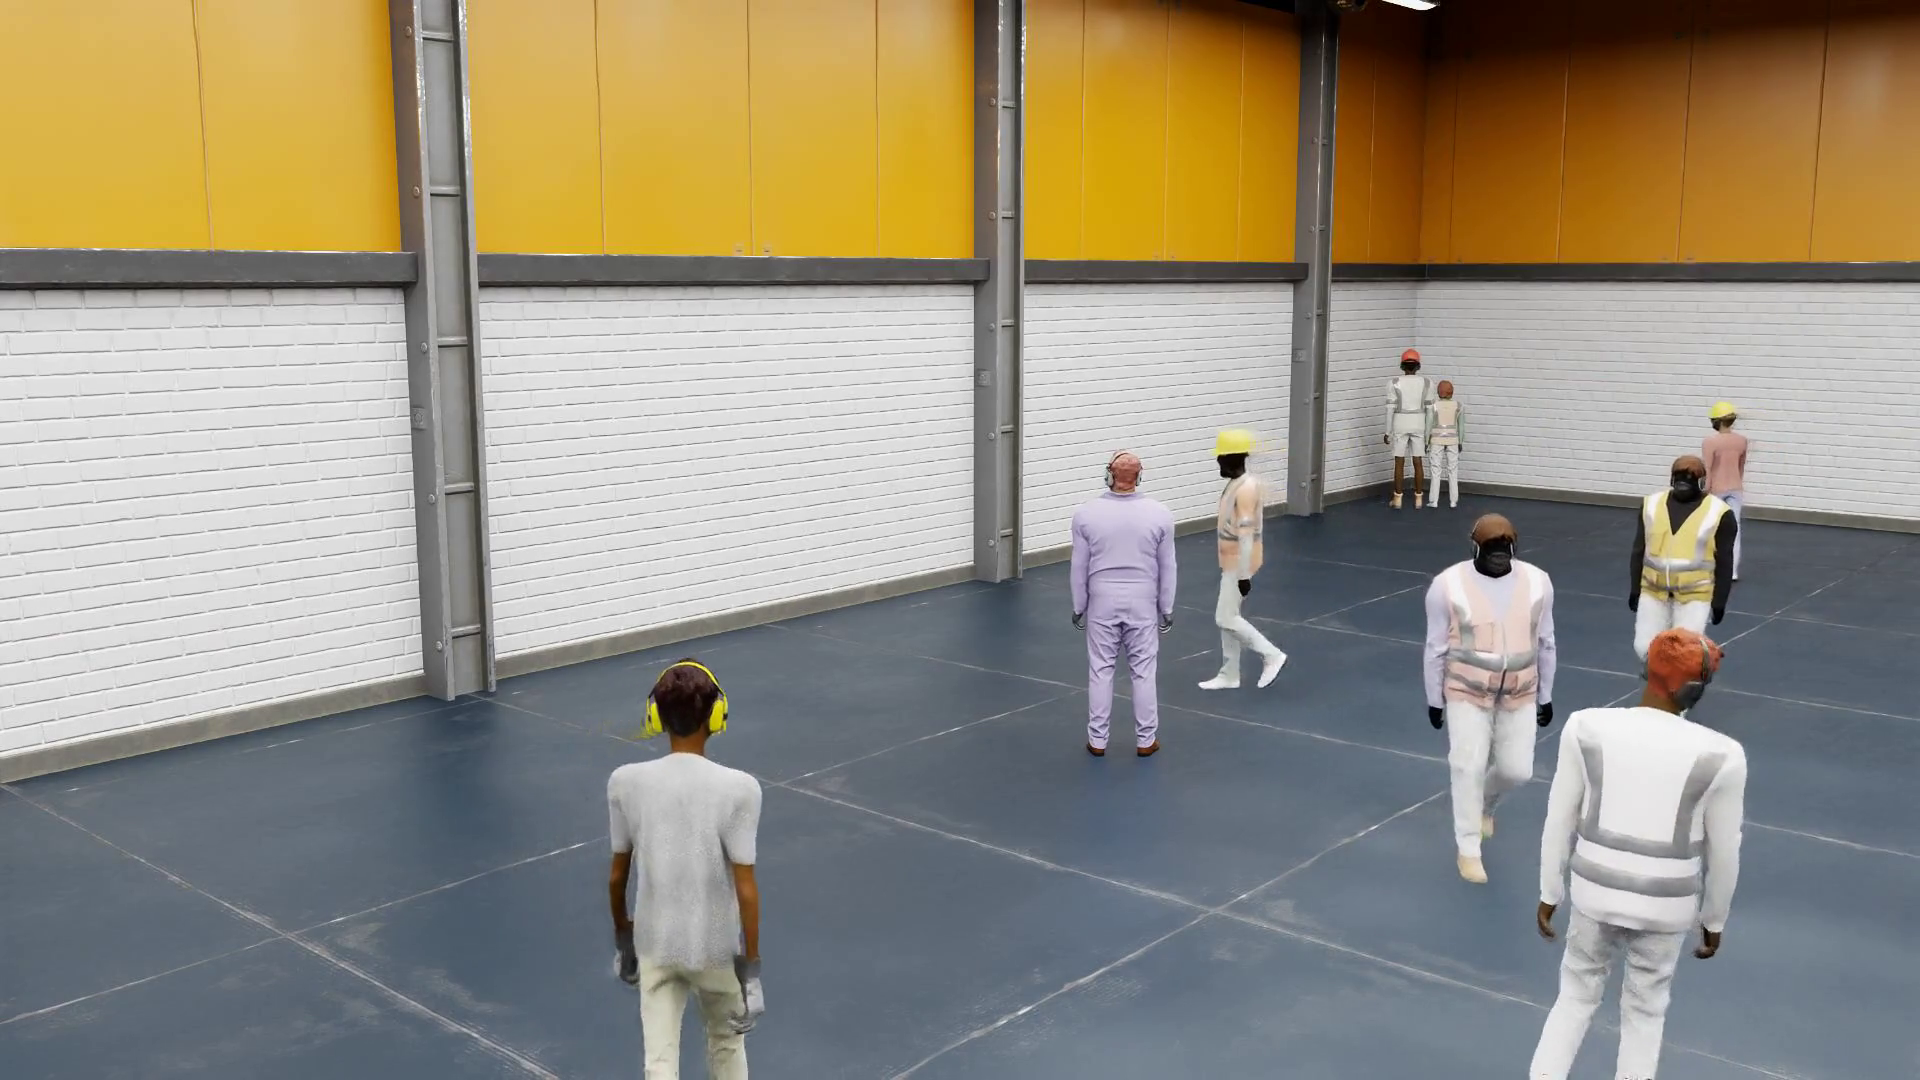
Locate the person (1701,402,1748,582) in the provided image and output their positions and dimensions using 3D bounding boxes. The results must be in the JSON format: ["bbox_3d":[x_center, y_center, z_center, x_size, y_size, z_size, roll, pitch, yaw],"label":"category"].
[{"bbox_3d":[7.442,-0.488,16.372,0.545,1.729,0.841,-2,9,-10],"label":"person"}]

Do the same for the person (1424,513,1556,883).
[{"bbox_3d":[2.616,0.754,8.304,0.641,1.824,0.574,0,9,0],"label":"person"}]

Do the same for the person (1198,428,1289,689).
[{"bbox_3d":[2.013,0.151,11.836,0.518,1.911,0.587,0,9,3],"label":"person"}]

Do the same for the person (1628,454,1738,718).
[{"bbox_3d":[4.695,0.345,10.845,0.644,1.832,0.506,8,12,42],"label":"person"}]

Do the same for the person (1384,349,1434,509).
[{"bbox_3d":[5.723,-1.416,21.249,0.612,2.039,0.392,0,9,3],"label":"person"}]

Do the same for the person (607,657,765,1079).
[{"bbox_3d":[-0.843,1.266,5.158,0.529,1.805,0.997,1,9,4],"label":"person"}]

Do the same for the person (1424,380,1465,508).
[{"bbox_3d":[6.174,-1.215,21.236,0.515,1.642,0.314,1,9,4],"label":"person"}]

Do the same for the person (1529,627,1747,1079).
[{"bbox_3d":[2.207,1.194,5.456,0.609,1.859,0.379,5,10,30],"label":"person"}]

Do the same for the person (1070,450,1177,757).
[{"bbox_3d":[1.007,0.395,10.286,0.652,1.909,0.409,1,9,6],"label":"person"}]
